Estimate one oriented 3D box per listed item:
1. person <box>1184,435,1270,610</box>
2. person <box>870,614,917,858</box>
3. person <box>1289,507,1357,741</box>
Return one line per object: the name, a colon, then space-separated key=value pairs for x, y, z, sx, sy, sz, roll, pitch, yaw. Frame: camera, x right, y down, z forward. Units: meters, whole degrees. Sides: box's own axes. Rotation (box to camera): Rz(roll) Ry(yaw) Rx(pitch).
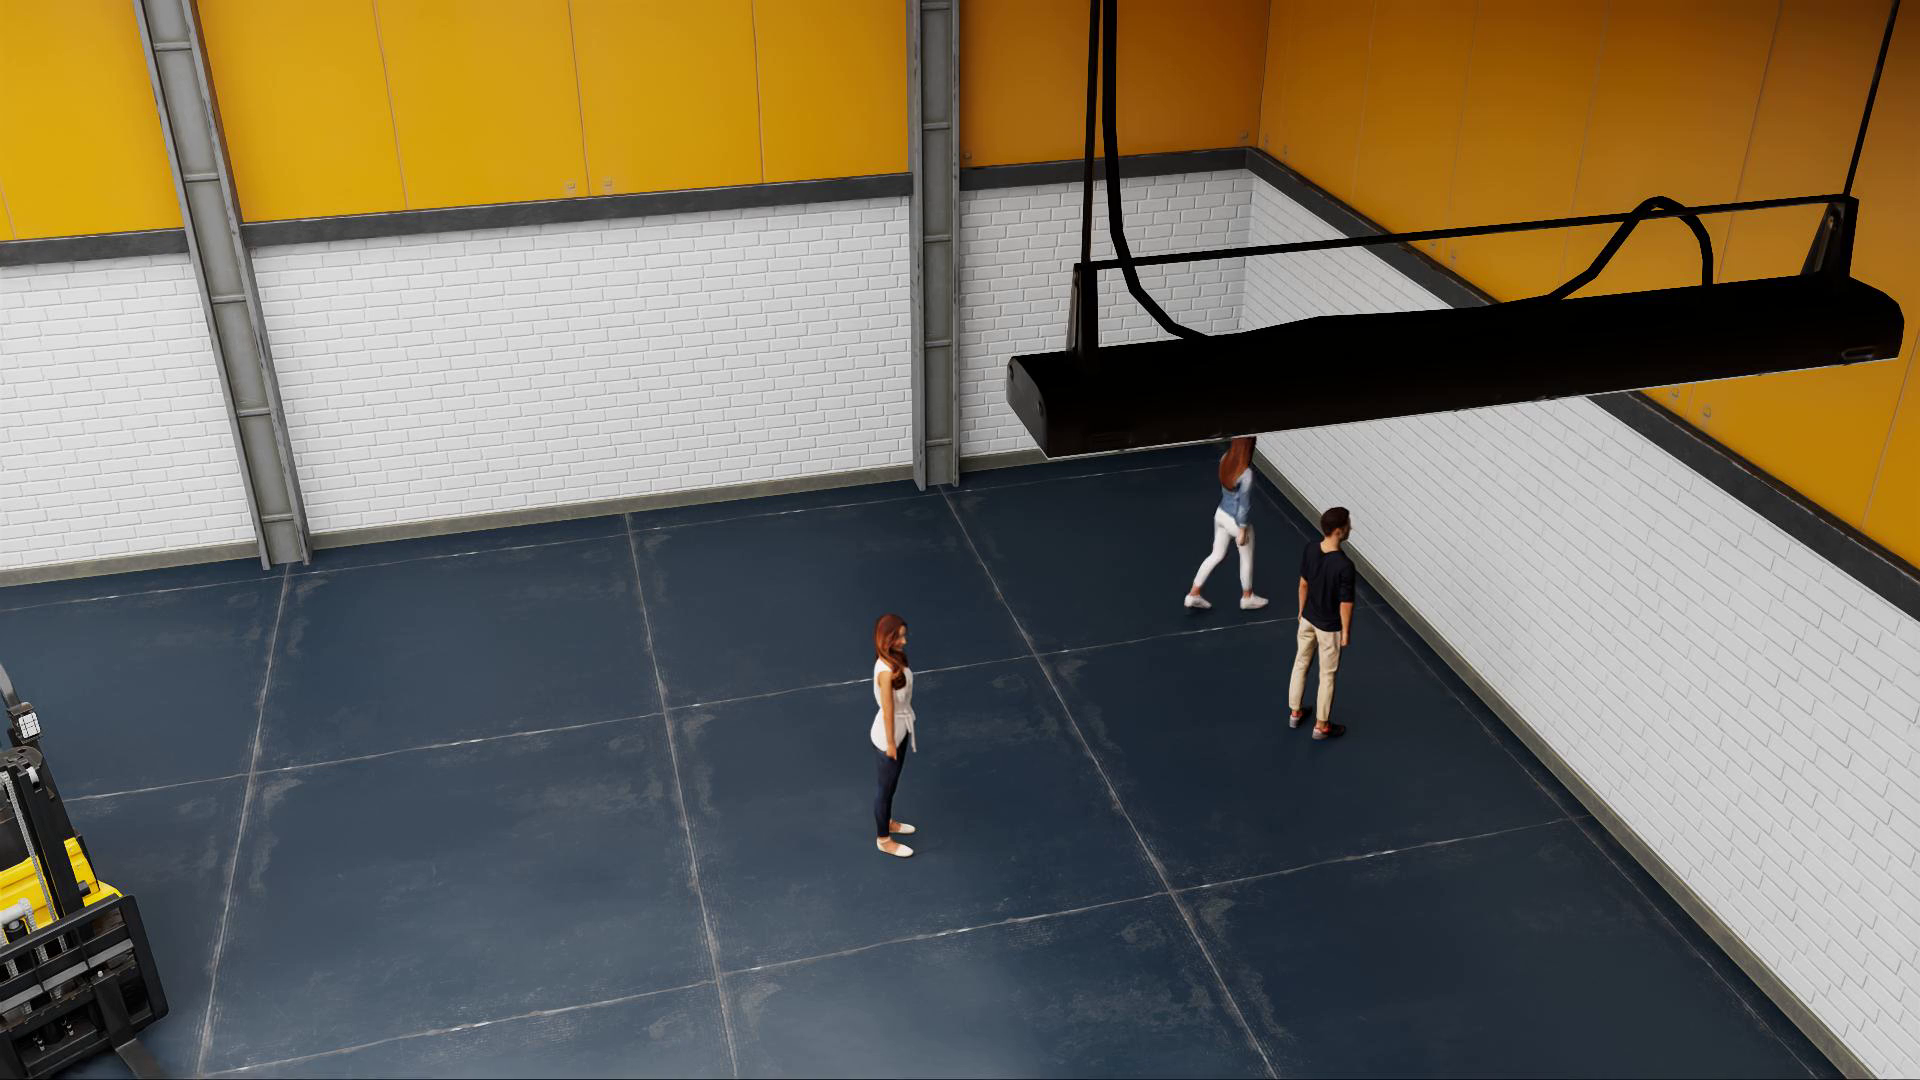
person: x=2.172 y=-0.139 z=13.732 sx=1.032 sy=1.684 sz=0.731 roll=-12 pitch=31 yaw=-21
person: x=-0.467 y=1.275 z=11.033 sx=0.649 sy=1.785 sz=0.654 roll=4 pitch=29 yaw=8
person: x=2.661 y=0.603 z=12.191 sx=0.669 sy=1.856 sz=0.700 roll=-20 pitch=35 yaw=-33
